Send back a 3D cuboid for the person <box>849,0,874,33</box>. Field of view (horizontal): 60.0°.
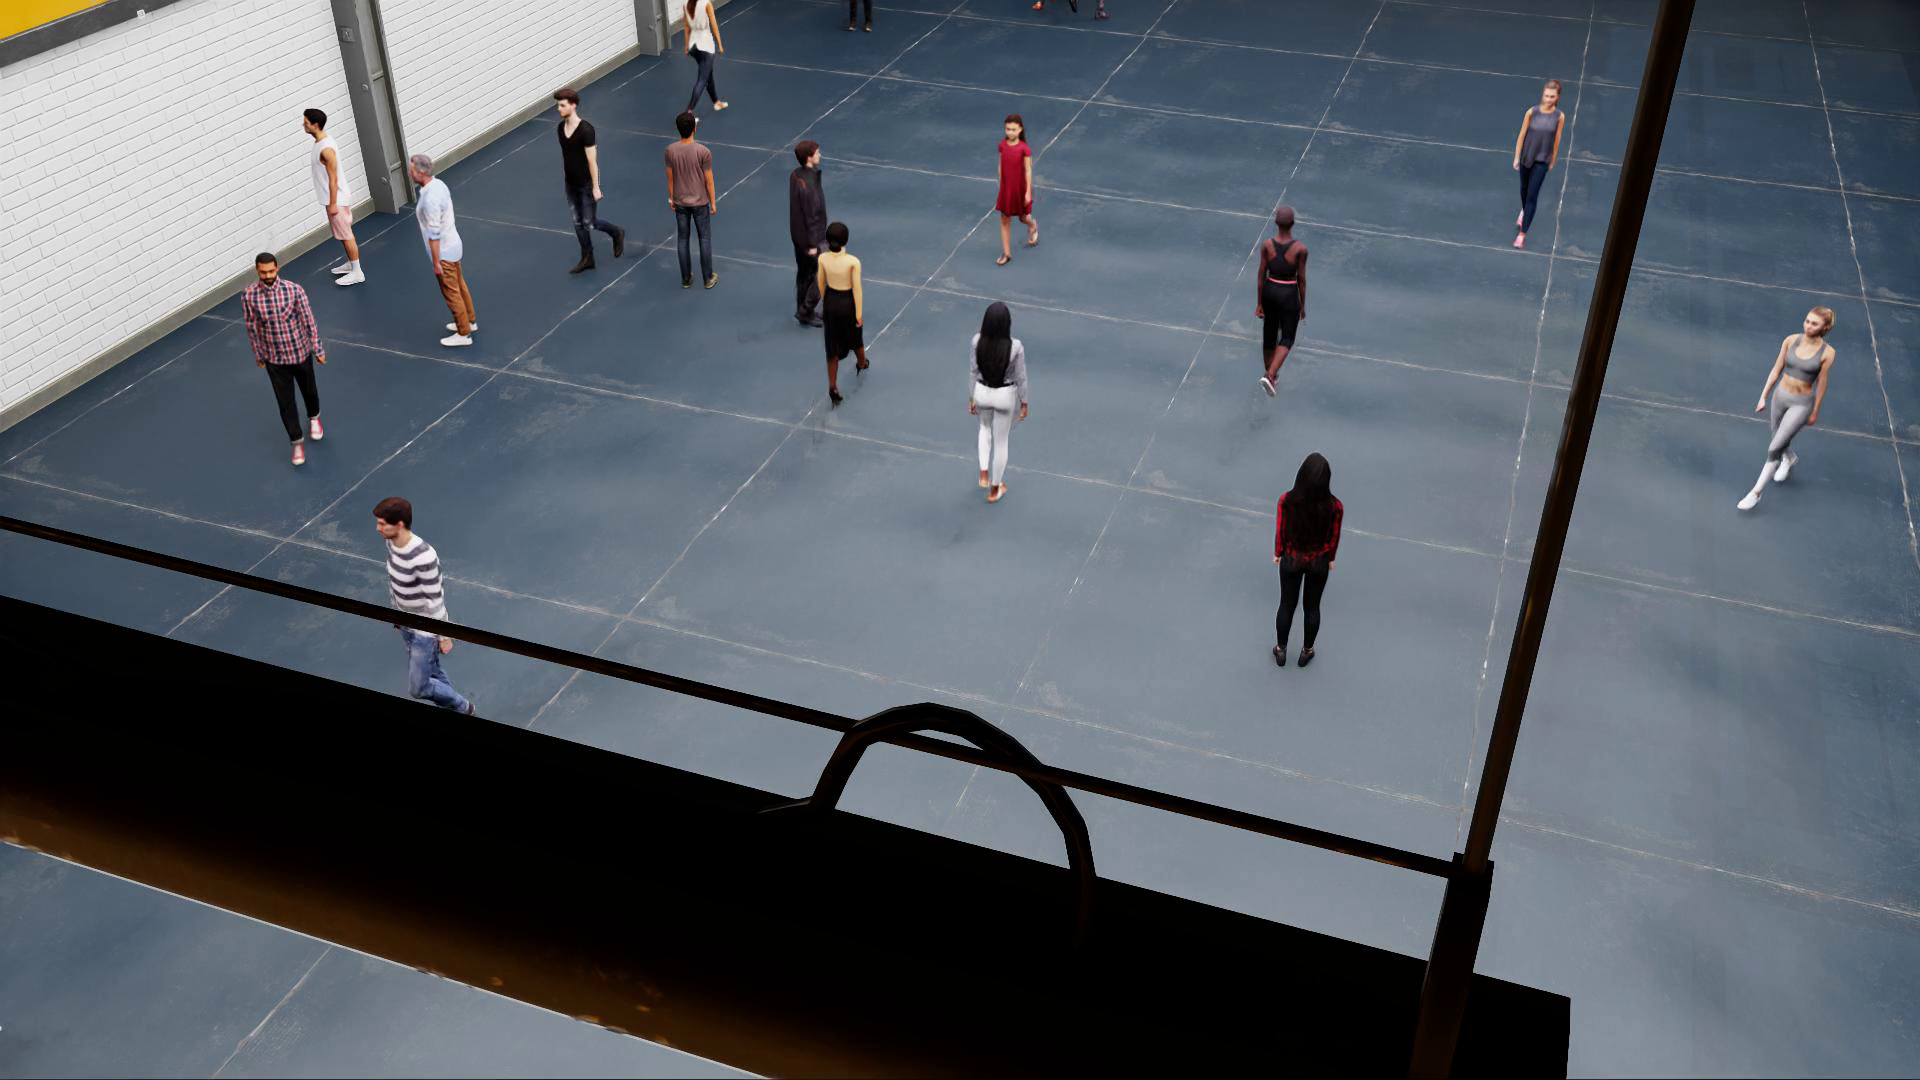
[{"bbox_3d":[-1.433,-8.160,23.642,0.686,1.793,0.620,4,34,6],"label":"person"}]

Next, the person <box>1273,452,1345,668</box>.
[{"bbox_3d":[2.341,0.148,11.264,0.620,1.659,0.564,5,34,8],"label":"person"}]

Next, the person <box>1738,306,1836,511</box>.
[{"bbox_3d":[6.586,-1.074,13.095,1.184,1.667,0.946,-24,40,-31],"label":"person"}]

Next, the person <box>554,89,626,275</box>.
[{"bbox_3d":[-3.732,-3.621,16.730,0.841,1.885,1.017,23,40,30],"label":"person"}]

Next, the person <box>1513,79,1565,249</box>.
[{"bbox_3d":[6.041,-3.991,17.479,0.667,1.672,1.235,15,37,22],"label":"person"}]

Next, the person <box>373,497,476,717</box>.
[{"bbox_3d":[-3.331,0.497,10.578,0.820,1.837,0.794,-27,42,-34],"label":"person"}]

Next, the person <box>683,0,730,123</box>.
[{"bbox_3d":[-3.214,-5.993,20.425,0.745,1.746,1.152,18,38,25],"label":"person"}]

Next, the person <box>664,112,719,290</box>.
[{"bbox_3d":[-2.653,-3.338,16.404,0.686,1.775,0.642,2,34,3],"label":"person"}]

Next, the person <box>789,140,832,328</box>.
[{"bbox_3d":[-1.493,-2.839,15.605,0.909,1.828,0.847,-14,36,-20],"label":"person"}]

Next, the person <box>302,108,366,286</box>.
[{"bbox_3d":[-6.202,-3.422,16.518,0.793,1.789,0.720,-12,35,-17],"label":"person"}]

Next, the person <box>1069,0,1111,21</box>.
[{"bbox_3d":[1.914,-8.369,24.040,0.953,1.701,0.902,-13,36,-19],"label":"person"}]

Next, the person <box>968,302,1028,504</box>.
[{"bbox_3d":[0.249,-1.039,13.001,0.606,1.712,0.575,12,35,17],"label":"person"}]

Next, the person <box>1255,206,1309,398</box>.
[{"bbox_3d":[2.758,-2.029,14.458,0.655,1.749,0.912,15,36,21],"label":"person"}]

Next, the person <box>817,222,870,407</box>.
[{"bbox_3d":[-1.067,-1.927,14.422,0.626,1.618,0.995,10,35,14],"label":"person"}]

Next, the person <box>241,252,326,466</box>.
[{"bbox_3d":[-5.565,-1.581,13.790,1.019,1.742,1.110,-10,35,-15],"label":"person"}]

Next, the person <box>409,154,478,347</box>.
[{"bbox_3d":[-4.774,-2.700,15.403,0.822,1.820,0.684,-4,34,-5],"label":"person"}]

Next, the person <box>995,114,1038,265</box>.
[{"bbox_3d":[0.592,-3.647,17.088,0.579,1.532,0.964,14,36,20],"label":"person"}]
